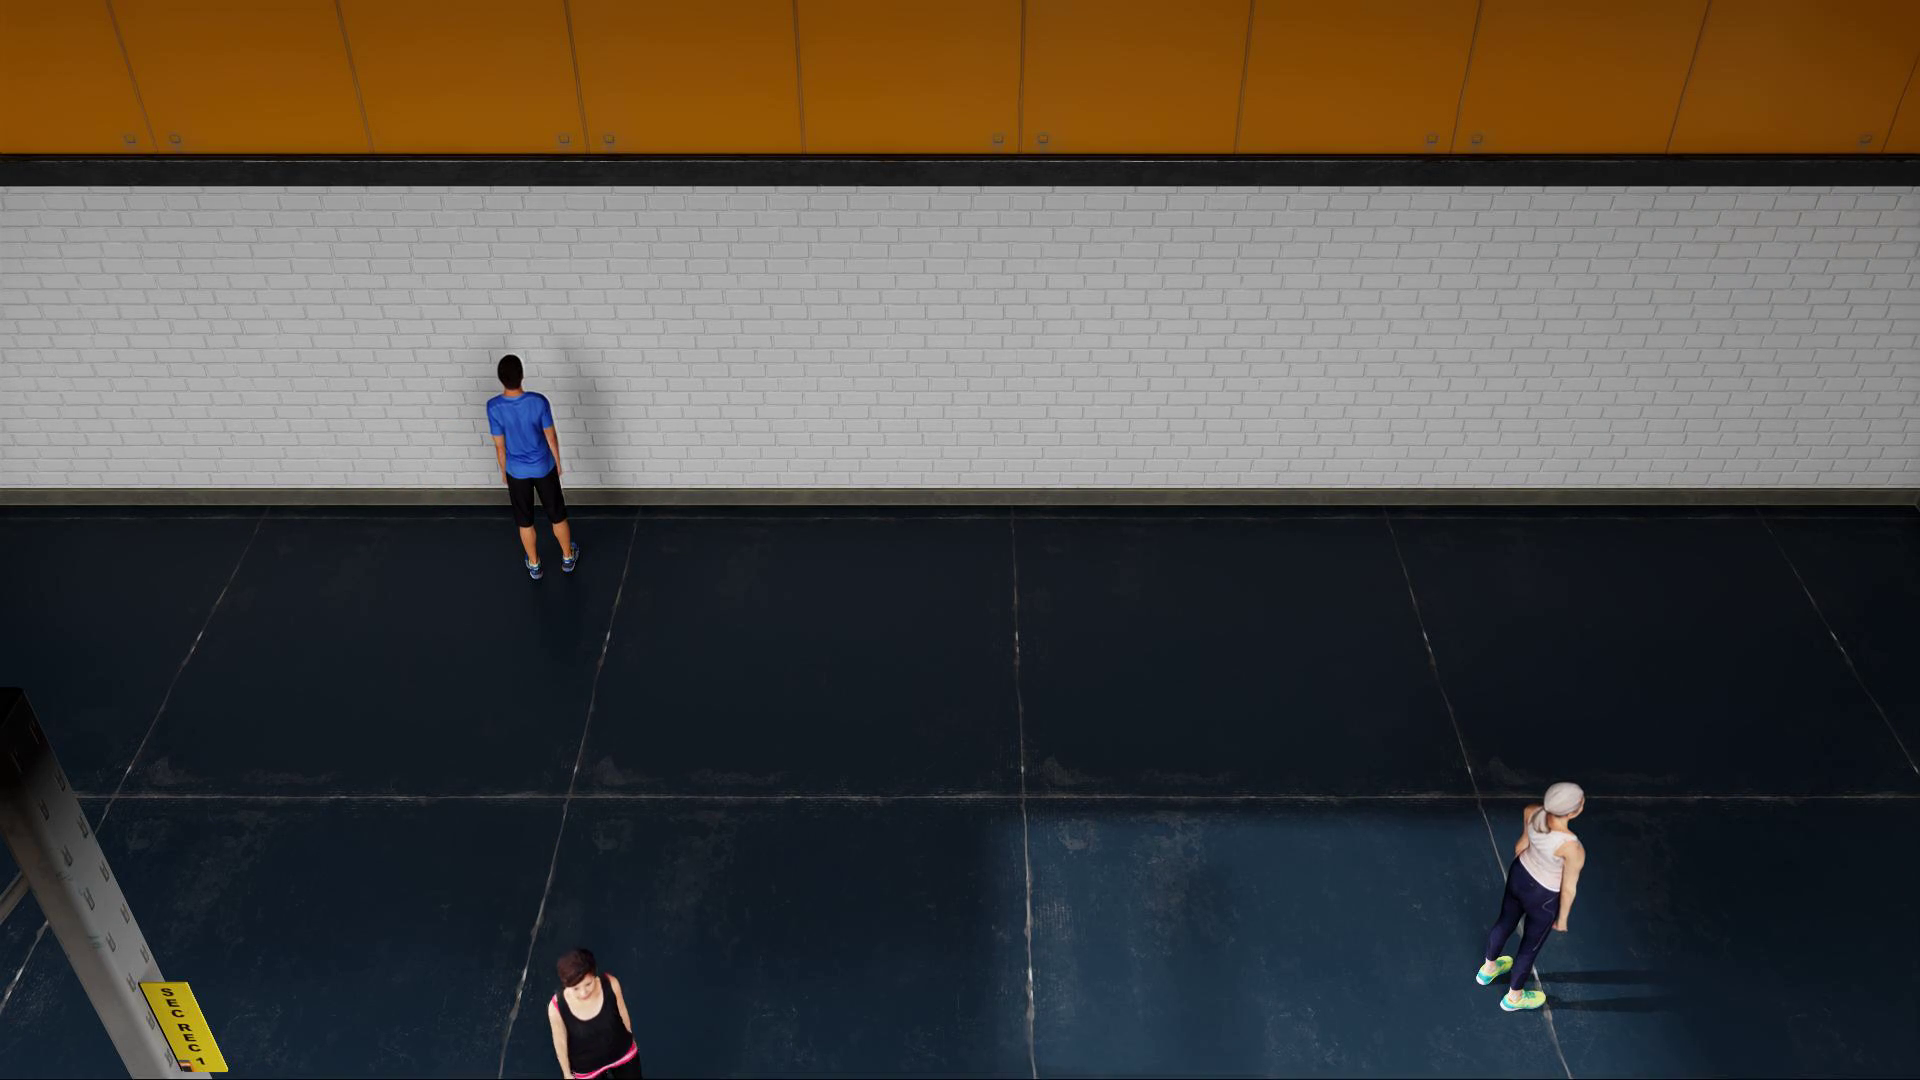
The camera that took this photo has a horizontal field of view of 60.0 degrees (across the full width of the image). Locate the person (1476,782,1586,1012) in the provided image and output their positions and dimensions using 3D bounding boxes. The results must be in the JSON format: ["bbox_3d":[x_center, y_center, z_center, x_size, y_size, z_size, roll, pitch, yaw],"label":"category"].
[{"bbox_3d":[3.192,1.965,9.259,0.730,1.703,0.604,-16,41,-19],"label":"person"}]

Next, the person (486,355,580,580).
[{"bbox_3d":[-3.165,-0.523,12.242,0.659,1.868,0.639,-9,39,-11],"label":"person"}]

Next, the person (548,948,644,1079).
[{"bbox_3d":[-1.891,2.582,8.617,0.654,1.540,0.685,-18,42,-21],"label":"person"}]
